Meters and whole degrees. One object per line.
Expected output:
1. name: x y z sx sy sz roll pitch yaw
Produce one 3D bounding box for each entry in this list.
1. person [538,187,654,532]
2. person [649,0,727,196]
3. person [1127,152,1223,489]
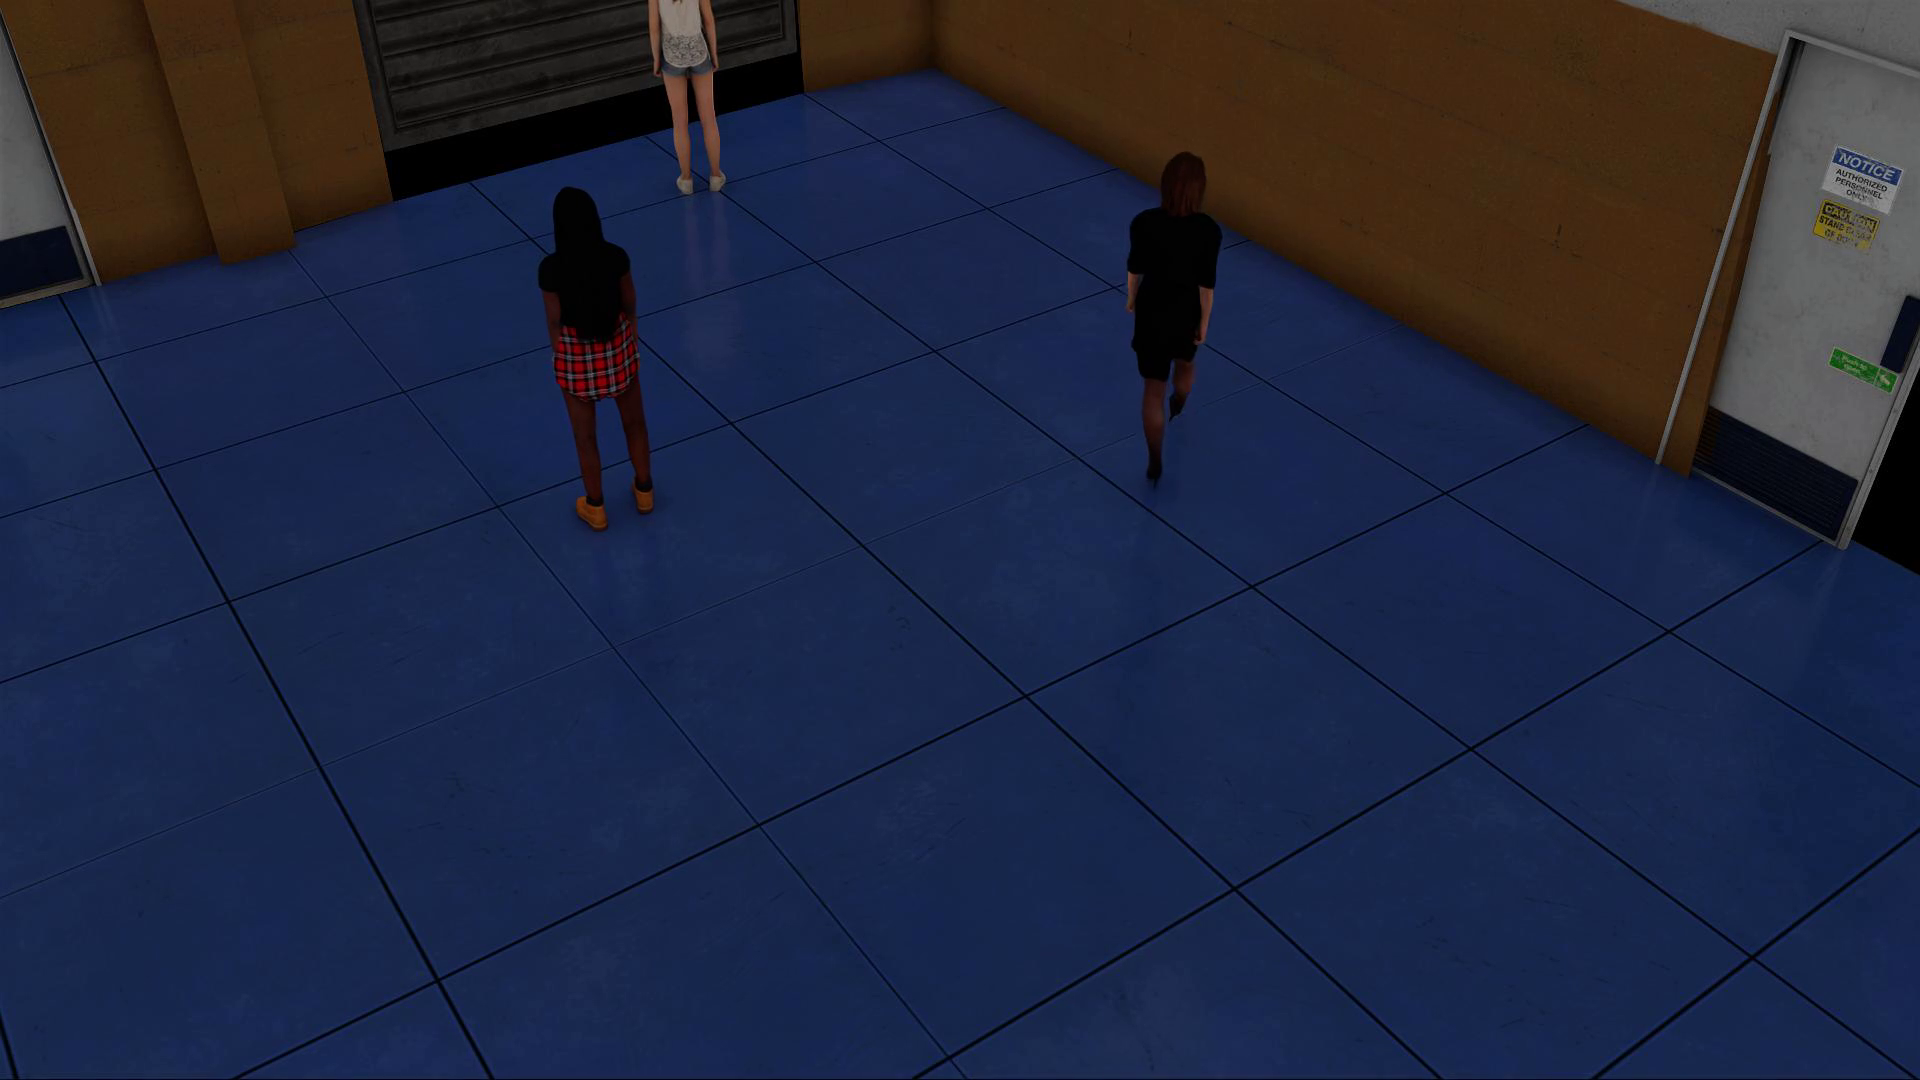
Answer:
1. person: -1.706 -0.845 7.835 0.529 1.725 0.656 -21 42 -25
2. person: -1.776 -3.102 10.815 0.584 1.759 0.709 -7 37 -9
3. person: 1.008 -1.016 8.094 1.024 1.672 1.052 3 37 5
